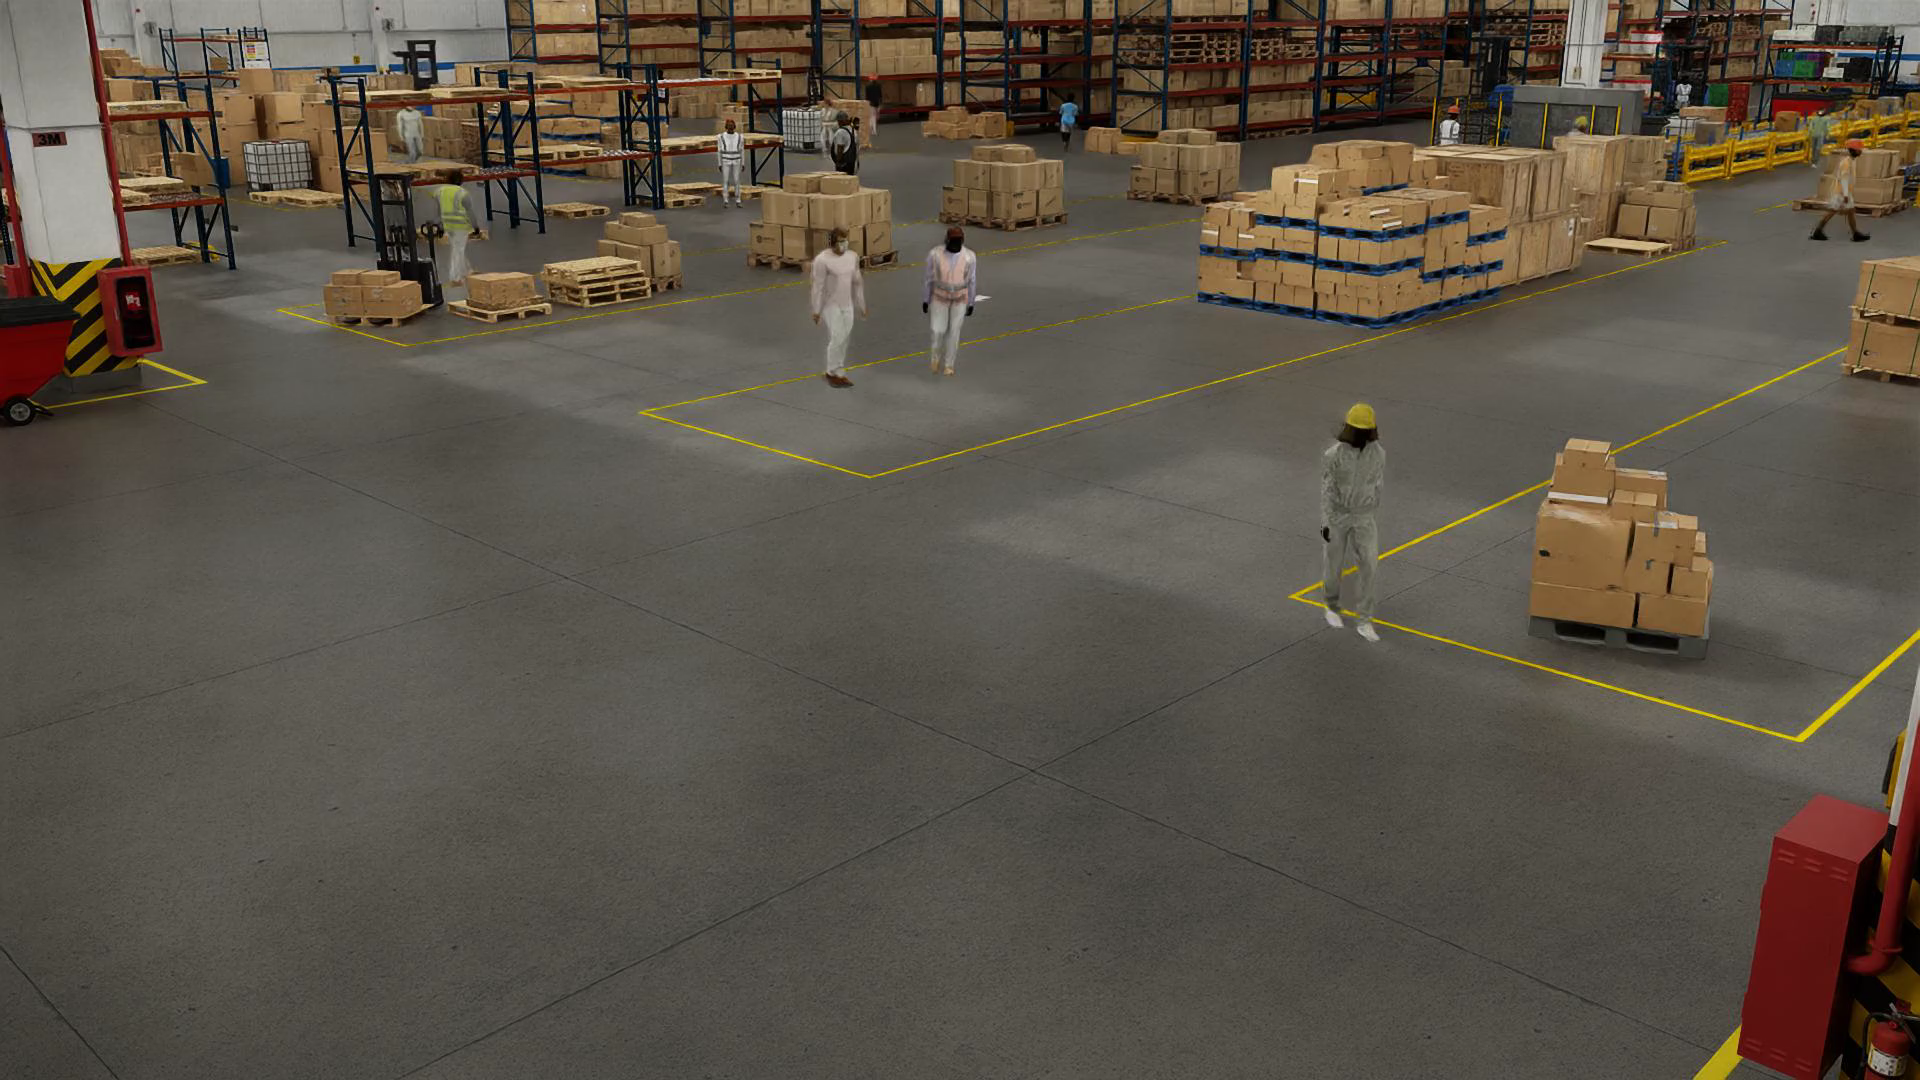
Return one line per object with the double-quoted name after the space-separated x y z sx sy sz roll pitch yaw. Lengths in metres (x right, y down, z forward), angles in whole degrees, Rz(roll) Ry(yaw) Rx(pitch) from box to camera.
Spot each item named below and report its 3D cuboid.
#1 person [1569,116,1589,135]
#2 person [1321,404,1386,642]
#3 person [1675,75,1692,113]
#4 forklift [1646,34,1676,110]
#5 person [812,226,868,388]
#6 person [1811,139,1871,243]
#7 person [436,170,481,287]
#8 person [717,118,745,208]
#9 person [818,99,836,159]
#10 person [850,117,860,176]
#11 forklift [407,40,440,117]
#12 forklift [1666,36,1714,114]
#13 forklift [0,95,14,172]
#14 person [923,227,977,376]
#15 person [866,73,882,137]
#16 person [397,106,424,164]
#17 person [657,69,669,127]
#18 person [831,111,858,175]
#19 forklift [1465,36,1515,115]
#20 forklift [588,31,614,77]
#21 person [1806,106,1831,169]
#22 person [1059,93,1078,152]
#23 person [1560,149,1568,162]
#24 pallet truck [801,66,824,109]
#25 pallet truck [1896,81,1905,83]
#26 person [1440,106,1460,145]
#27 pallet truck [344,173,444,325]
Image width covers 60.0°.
13.922 -8.723 37.776 0.922 1.790 0.595 16 24 40 "person"
2.836 -0.122 11.971 0.493 1.718 0.736 -1 18 -4 "person"
24.719 -15.026 56.902 0.540 1.695 0.317 -1 18 -2 "person"
27.142 -18.205 64.631 1.129 2.768 1.873 17 25 41 "forklift"
-1.424 -2.711 19.448 0.438 1.916 0.665 16 24 39 "person"
16.421 -6.459 30.810 0.998 1.882 0.574 15 24 38 "person"
-7.902 -4.967 26.435 0.631 1.803 0.900 10 21 27 "person"
-4.899 -8.068 35.651 0.576 1.882 0.355 -5 19 -16 "person"
-3.676 -11.288 45.749 0.540 1.614 0.674 9 20 25 "person"
-2.309 -8.279 36.311 0.311 1.865 0.532 4 19 13 "person"
-18.606 -15.964 57.878 1.873 2.768 1.129 17 25 41 "forklift"
27.341 -17.291 61.877 1.129 2.768 1.873 17 25 41 "forklift"
-24.286 -10.810 42.349 1.129 2.768 1.873 17 25 41 "forklift"
-0.113 -2.879 20.128 0.661 1.814 0.442 -3 19 -9 "person"
-2.790 -13.850 52.938 0.620 1.976 0.700 -16 24 -40 "person"
-13.773 -10.107 41.729 0.513 1.919 0.644 17 25 42 "person"
-10.108 -15.009 56.522 0.588 1.911 0.396 12 22 31 "person"
-2.517 -8.200 35.799 0.536 2.000 0.688 9 21 26 "person"
19.973 -17.201 61.605 1.873 2.768 1.129 16 24 40 "forklift"
-14.626 -19.907 69.759 1.129 2.768 1.873 17 25 41 "forklift"
22.360 -10.504 43.414 0.525 1.598 0.782 17 25 41 "person"
3.122 -11.989 47.804 0.551 1.672 0.517 0 18 -1 "person"
10.333 -5.893 29.115 0.991 1.873 0.593 4 19 13 "person"
-4.812 -15.182 56.903 0.823 1.965 1.885 -9 21 -26 "pallet truck"
34.802 -16.331 61.455 0.653 1.274 1.630 17 25 41 "pallet truck"
11.438 -9.158 38.871 0.398 1.928 0.541 -10 21 -28 "person"
-8.209 -4.181 23.757 0.823 1.965 1.885 3 19 9 "pallet truck"
